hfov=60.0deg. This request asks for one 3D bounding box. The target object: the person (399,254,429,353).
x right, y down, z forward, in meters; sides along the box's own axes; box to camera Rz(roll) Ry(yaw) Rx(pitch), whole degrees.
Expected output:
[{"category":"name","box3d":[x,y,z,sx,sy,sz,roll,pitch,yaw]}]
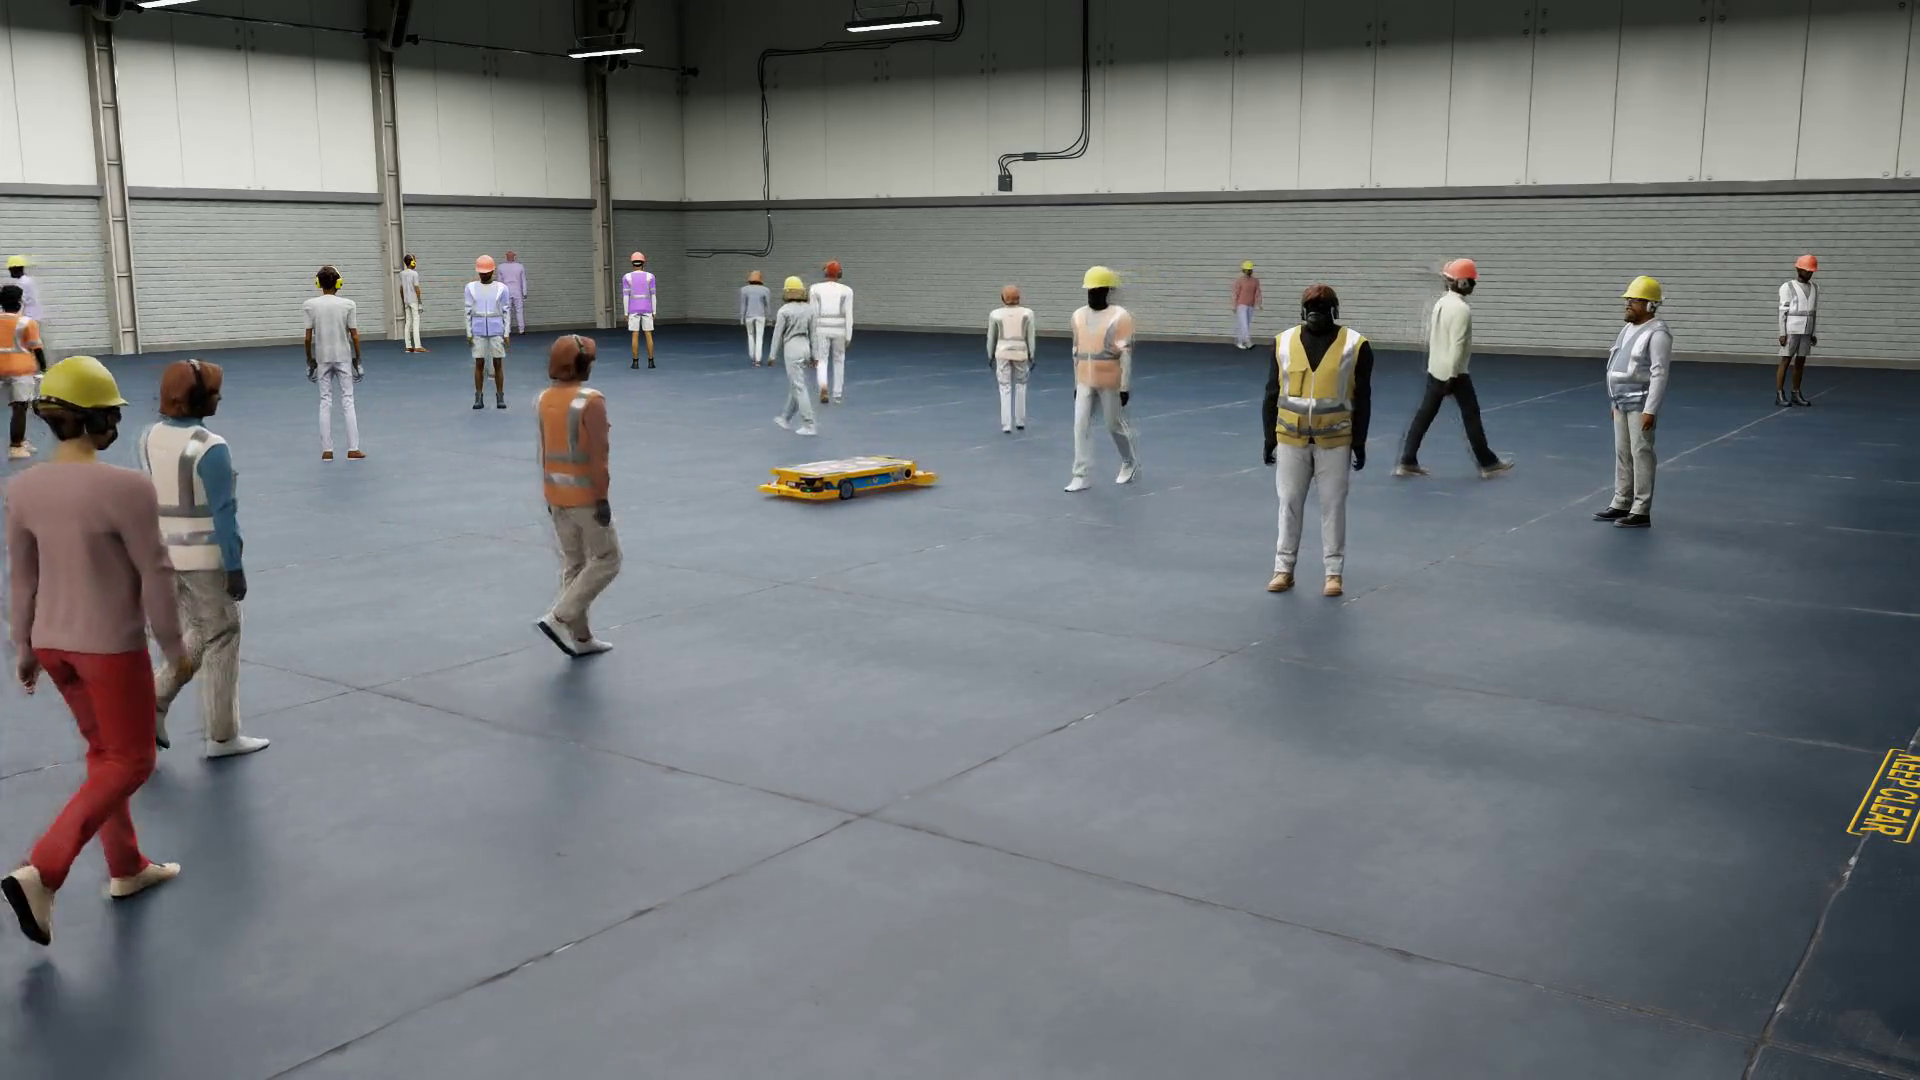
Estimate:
[{"category":"person","box3d":[-10.436,-4.509,31.713,0.508,1.876,0.329,6,12,29]}]

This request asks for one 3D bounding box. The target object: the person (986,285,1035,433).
[{"category":"person","box3d":[0.561,-2.008,18.437,0.539,1.605,0.736,0,10,0]}]

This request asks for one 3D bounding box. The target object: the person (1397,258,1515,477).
[{"category":"person","box3d":[4.398,-1.513,14.764,1.042,1.940,0.614,-2,10,-11]}]

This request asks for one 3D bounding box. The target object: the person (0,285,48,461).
[{"category":"person","box3d":[-9.054,-1.620,16.067,0.546,1.668,0.636,1,10,8]}]

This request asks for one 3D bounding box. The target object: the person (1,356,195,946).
[{"category":"person","box3d":[-2.660,0.324,5.009,0.525,1.742,0.690,4,11,20]}]

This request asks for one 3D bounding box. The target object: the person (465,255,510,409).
[{"category":"person","box3d":[-5.936,-2.608,20.914,0.542,1.928,0.377,-2,10,-13]}]

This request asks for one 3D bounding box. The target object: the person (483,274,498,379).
[{"category":"person","box3d":[-7.166,-3.266,25.465,0.500,1.623,0.376,4,11,22]}]

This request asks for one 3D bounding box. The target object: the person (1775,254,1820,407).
[{"category":"person","box3d":[10.700,-2.663,21.209,0.543,1.934,0.362,-3,10,-14]}]

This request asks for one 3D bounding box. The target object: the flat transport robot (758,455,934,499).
[{"category":"flat transport robot","box3d":[-0.938,-0.534,13.934,0.652,0.197,1.431,9,14,42]}]

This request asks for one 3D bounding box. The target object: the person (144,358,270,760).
[{"category":"person","box3d":[-3.051,0.094,6.618,0.531,1.622,0.423,8,13,36]}]

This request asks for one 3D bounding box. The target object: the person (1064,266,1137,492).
[{"category":"person","box3d":[1.224,-1.377,14.128,0.596,1.896,0.921,7,12,35]}]

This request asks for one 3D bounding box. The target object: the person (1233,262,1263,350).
[{"category":"person","box3d":[5.620,-4.555,32.418,0.532,1.715,0.937,-4,11,-20]}]

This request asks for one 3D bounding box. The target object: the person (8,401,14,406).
[{"category":"person","box3d":[-12.315,-2.587,20.955,0.645,1.875,0.868,10,14,44]}]

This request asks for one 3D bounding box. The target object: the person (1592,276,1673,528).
[{"category":"person","box3d":[4.951,-1.010,12.219,0.403,1.837,0.591,-1,10,-6]}]

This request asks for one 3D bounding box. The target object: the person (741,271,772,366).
[{"category":"person","box3d":[-3.467,-3.791,28.446,0.525,1.601,0.772,0,10,2]}]

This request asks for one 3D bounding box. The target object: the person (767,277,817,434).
[{"category":"person","box3d":[-1.866,-2.022,18.243,0.867,1.702,0.507,9,14,42]}]

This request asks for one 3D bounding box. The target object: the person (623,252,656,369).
[{"category":"person","box3d":[-5.309,-3.799,27.585,0.543,1.928,0.371,-3,10,-15]}]

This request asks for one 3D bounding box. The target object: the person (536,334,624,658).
[{"category":"person","box3d":[-1.917,-0.199,8.234,0.519,1.625,0.416,9,14,42]}]

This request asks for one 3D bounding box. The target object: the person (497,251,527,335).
[{"category":"person","box3d":[-10.139,-5.588,37.665,0.651,1.906,0.403,-2,10,-14]}]

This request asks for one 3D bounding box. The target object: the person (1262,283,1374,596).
[{"category":"person","box3d":[2.103,-0.592,9.869,0.640,1.840,0.429,4,11,21]}]

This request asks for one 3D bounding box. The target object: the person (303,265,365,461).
[{"category":"person","box3d":[-5.995,-1.685,15.936,0.531,1.860,0.317,-2,10,-11]}]

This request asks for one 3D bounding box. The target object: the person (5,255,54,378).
[{"category":"person","box3d":[-14.469,-3.416,25.570,0.962,1.880,0.608,-6,12,-29]}]

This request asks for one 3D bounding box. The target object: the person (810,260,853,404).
[{"category":"person","box3d":[-1.662,-2.657,21.376,0.582,1.862,0.747,0,10,0]}]
